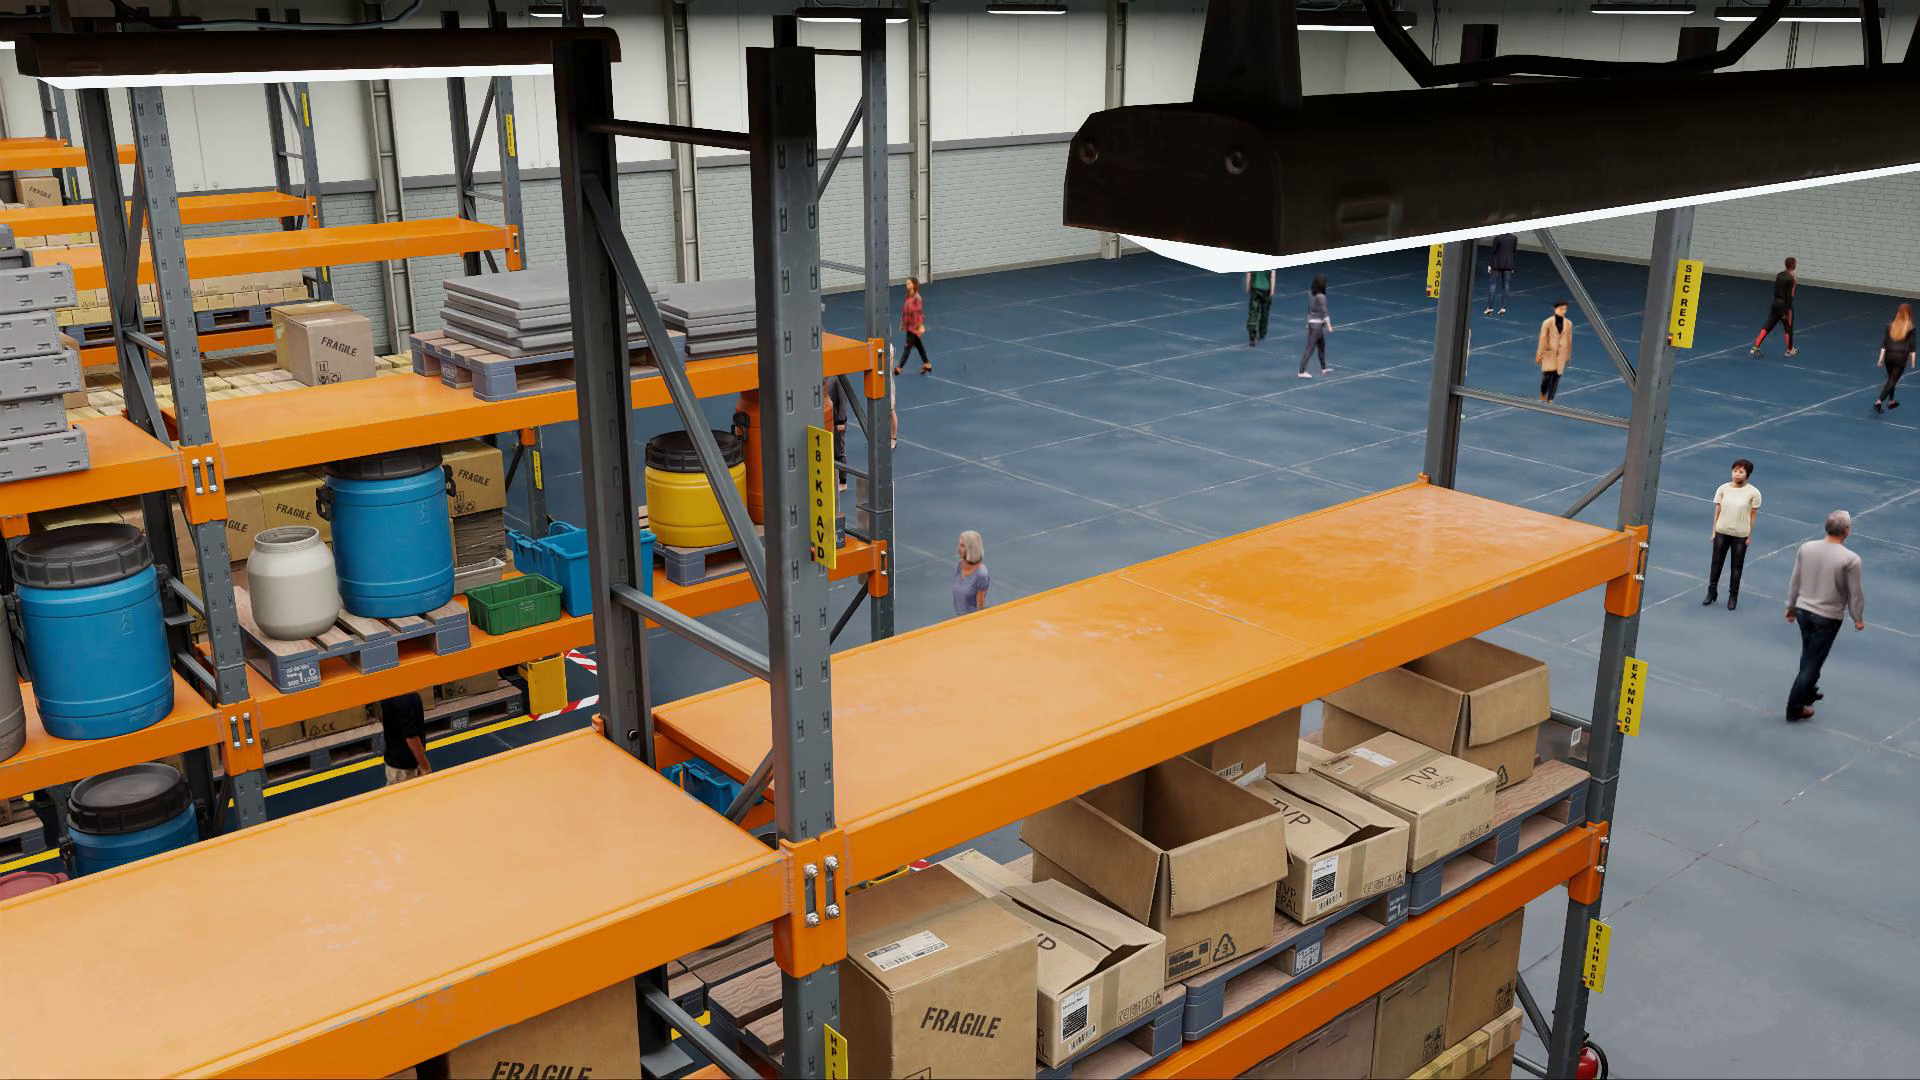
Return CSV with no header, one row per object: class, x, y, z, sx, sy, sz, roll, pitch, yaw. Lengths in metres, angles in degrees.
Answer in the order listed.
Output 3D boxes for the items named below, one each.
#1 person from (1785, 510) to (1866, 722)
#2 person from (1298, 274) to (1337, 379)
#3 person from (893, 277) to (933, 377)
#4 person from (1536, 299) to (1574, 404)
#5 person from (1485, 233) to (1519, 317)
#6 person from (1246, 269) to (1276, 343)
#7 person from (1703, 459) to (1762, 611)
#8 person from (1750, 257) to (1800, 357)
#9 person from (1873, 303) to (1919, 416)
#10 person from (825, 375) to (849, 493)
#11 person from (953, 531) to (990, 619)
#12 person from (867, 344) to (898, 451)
person,7.451,0.692,14.510,0.995,1.883,0.860,-8,20,-24
person,5.858,-3.550,27.773,1.069,1.736,0.886,-4,18,-11
person,-0.711,-3.556,27.925,1.121,1.652,0.728,-11,21,-31
person,9.182,-2.888,25.774,0.833,1.714,0.899,-1,18,-2
person,9.826,-4.980,30.255,0.816,1.781,0.791,1,18,2
person,5.533,-4.582,30.734,1.102,1.864,1.305,6,19,17
person,8.045,-0.070,17.325,0.632,1.588,0.542,14,23,36
person,14.393,-4.067,29.315,1.293,1.764,0.935,-6,19,-18
person,14.206,-2.722,25.328,1.172,1.676,0.671,-12,21,-32
person,-1.609,-1.556,21.479,0.662,1.841,0.751,-7,19,-22
person,0.185,0.721,14.700,0.546,1.710,0.579,-13,22,-35
person,-1.043,-2.169,23.389,0.608,1.825,0.565,13,22,34
